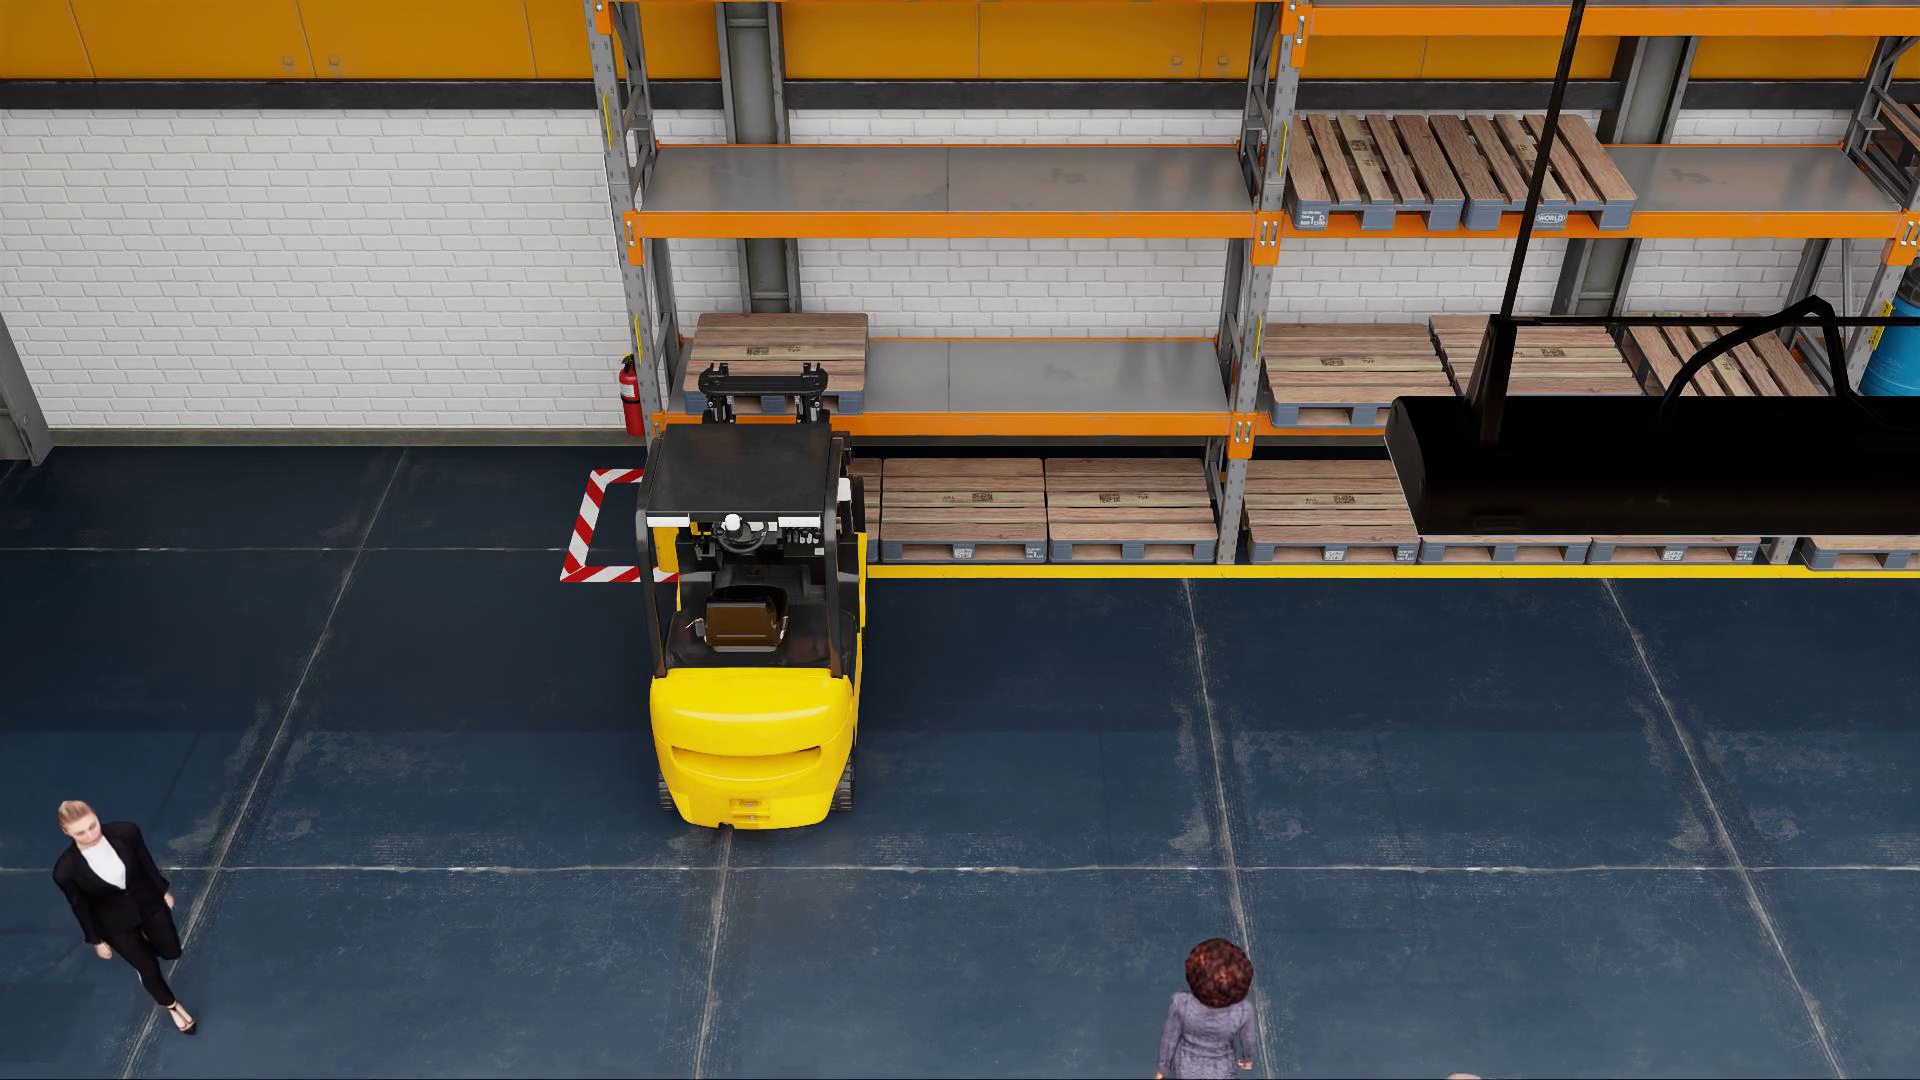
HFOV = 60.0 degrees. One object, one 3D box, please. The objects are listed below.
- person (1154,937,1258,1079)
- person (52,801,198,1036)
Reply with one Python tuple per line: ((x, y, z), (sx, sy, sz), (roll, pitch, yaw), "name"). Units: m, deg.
((1.113, 2.548, 7.710), (1.071, 1.668, 0.820), (8, 39, 9), "person")
((-4.278, 1.892, 8.514), (0.938, 1.689, 0.863), (27, 46, 29), "person")
